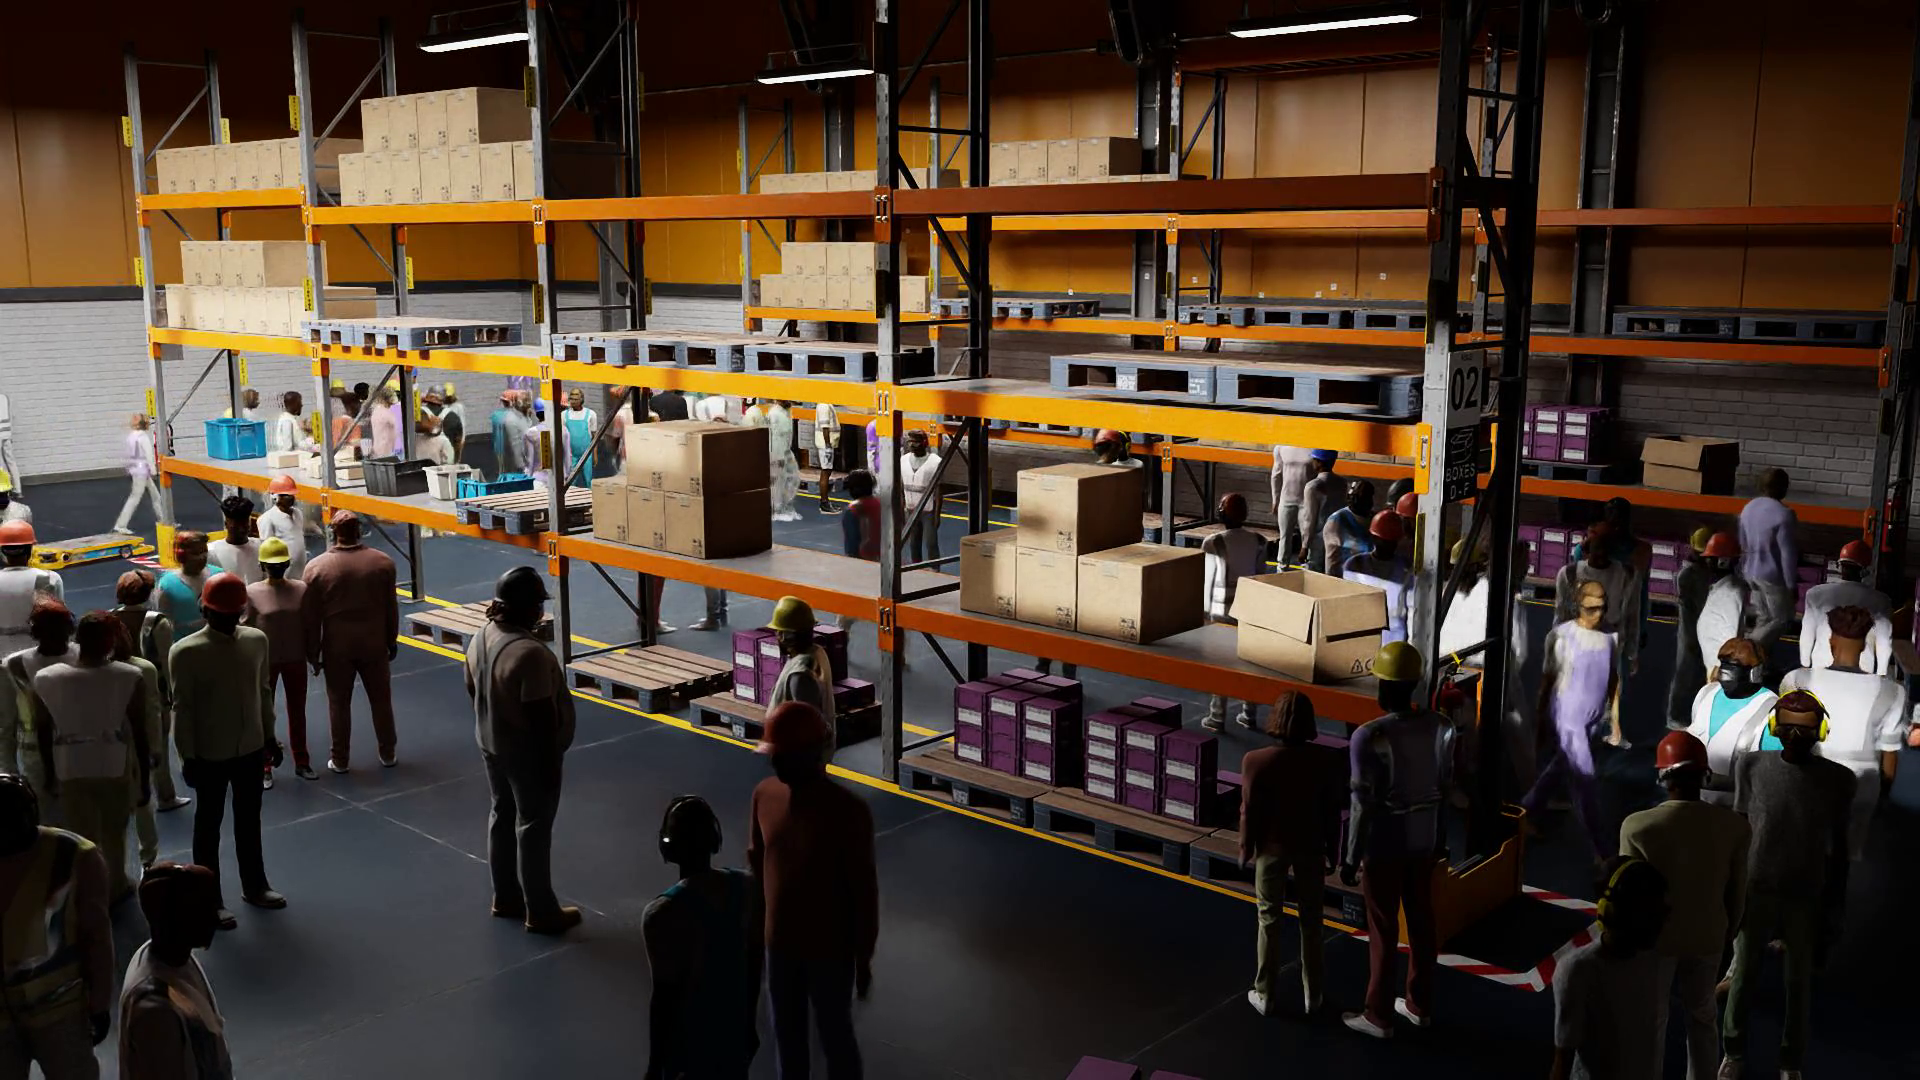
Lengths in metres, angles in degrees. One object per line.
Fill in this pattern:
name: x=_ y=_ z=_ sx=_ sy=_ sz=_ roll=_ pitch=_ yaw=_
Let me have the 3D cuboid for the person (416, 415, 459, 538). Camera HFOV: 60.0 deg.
person: x=-6.825 y=-0.815 z=21.516 sx=0.600 sy=1.617 sz=0.330 roll=0 pitch=10 yaw=-1

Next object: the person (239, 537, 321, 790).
person: x=-4.758 y=0.850 z=11.659 sx=0.524 sy=1.769 sz=0.314 roll=-8 pitch=13 yaw=-39

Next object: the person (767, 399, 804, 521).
person: x=-2.379 y=-1.187 z=22.819 sx=0.557 sy=1.893 sz=0.631 roll=4 pitch=11 yaw=20

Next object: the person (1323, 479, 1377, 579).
person: x=3.334 y=0.404 z=13.971 sx=0.621 sy=1.845 sz=0.429 roll=-6 pitch=12 yaw=-31

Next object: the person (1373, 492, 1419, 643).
person: x=3.305 y=0.619 z=12.358 sx=0.621 sy=1.986 sz=0.409 roll=-6 pitch=12 yaw=-30

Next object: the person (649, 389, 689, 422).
person: x=-4.187 y=-1.457 z=24.085 sx=0.611 sy=1.985 sz=0.393 roll=2 pitch=10 yaw=13

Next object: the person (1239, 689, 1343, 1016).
person: x=1.616 y=1.535 z=8.164 sx=0.497 sy=1.633 sz=0.283 roll=0 pitch=10 yaw=1

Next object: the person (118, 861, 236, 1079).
person: x=-2.468 y=1.921 z=5.301 sx=0.361 sy=1.877 sz=0.585 roll=-4 pitch=11 yaw=-21

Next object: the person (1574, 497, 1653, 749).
person: x=4.889 y=0.621 z=12.527 sx=0.589 sy=1.919 sz=0.393 roll=0 pitch=10 yaw=-2

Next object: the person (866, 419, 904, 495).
person: x=-0.924 y=-0.916 z=21.217 sx=0.548 sy=1.924 sz=0.390 roll=-8 pitch=13 yaw=-39

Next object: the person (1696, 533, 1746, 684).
person: x=5.407 y=0.817 z=11.884 sx=0.342 sy=1.748 sz=0.573 roll=4 pitch=11 yaw=24

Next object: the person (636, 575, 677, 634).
person: x=-3.012 y=-0.022 z=16.207 sx=0.390 sy=1.905 sz=0.598 roll=-5 pitch=11 yaw=-28

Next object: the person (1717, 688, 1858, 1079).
person: x=3.626 y=1.564 z=7.335 sx=0.509 sy=1.872 sz=0.329 roll=5 pitch=11 yaw=26

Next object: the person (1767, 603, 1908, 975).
person: x=4.547 y=1.295 z=8.688 sx=0.619 sy=1.937 sz=0.504 roll=5 pitch=11 yaw=28

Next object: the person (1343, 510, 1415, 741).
person: x=3.018 y=0.725 z=11.948 sx=0.560 sy=1.924 sz=0.426 roll=1 pitch=10 yaw=6

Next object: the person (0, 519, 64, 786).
person: x=-6.411 y=0.813 z=11.443 sx=0.542 sy=1.928 sz=0.395 roll=-2 pitch=10 yaw=-10

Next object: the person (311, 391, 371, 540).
person: x=-7.992 y=-0.936 z=21.330 sx=0.804 sy=1.922 sz=0.630 roll=-9 pitch=14 yaw=-43

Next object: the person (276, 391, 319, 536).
person: x=-8.537 y=-0.983 z=21.645 sx=0.761 sy=1.897 sz=0.623 roll=-4 pitch=11 yaw=-20

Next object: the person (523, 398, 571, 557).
person: x=-5.038 y=-0.765 z=20.290 sx=0.605 sy=1.943 sz=0.402 roll=-8 pitch=13 yaw=-37

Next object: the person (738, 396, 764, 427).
person: x=-3.046 y=-1.369 z=24.275 sx=0.351 sy=1.742 sz=0.570 roll=1 pitch=10 yaw=7

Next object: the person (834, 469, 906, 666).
person: x=-0.873 y=0.245 z=15.044 sx=0.999 sy=1.788 sz=0.636 roll=9 pitch=13 yaw=42

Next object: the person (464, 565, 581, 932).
person: x=-2.400 y=1.135 z=9.274 sx=0.688 sy=2.000 sz=0.536 roll=10 pitch=14 yaw=43

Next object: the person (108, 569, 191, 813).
person: x=-5.465 y=1.009 z=11.120 sx=0.523 sy=1.638 sz=0.310 roll=2 pitch=10 yaw=11

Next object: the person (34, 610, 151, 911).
person: x=-4.757 y=1.261 z=9.194 sx=0.577 sy=1.795 sz=0.809 roll=-4 pitch=11 yaw=-22

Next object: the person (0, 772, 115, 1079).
person: x=-3.536 y=1.765 z=6.294 sx=0.641 sy=1.836 sz=0.429 roll=-2 pitch=10 yaw=-12

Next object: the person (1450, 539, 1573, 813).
person: x=3.634 y=0.924 z=10.967 sx=0.944 sy=1.861 sz=0.655 roll=8 pitch=13 yaw=38

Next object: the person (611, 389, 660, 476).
person: x=-4.407 y=-1.124 z=22.398 sx=0.774 sy=1.919 sz=0.383 roll=-1 pitch=10 yaw=-5

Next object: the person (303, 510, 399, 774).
person: x=-4.378 y=0.727 z=12.001 sx=0.643 sy=1.899 sz=0.396 roll=-5 pitch=11 yaw=-27

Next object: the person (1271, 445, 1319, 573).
person: x=3.743 y=-0.418 z=18.357 sx=0.628 sy=1.936 sz=0.377 roll=4 pitch=11 yaw=22

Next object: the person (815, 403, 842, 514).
person: x=-1.868 y=-1.353 z=23.559 sx=0.367 sy=1.964 sz=0.603 roll=-1 pitch=10 yaw=-6

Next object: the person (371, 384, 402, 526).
person: x=-7.689 y=-1.137 z=22.447 sx=0.523 sy=1.919 sz=0.665 roll=-2 pitch=10 yaw=-12
